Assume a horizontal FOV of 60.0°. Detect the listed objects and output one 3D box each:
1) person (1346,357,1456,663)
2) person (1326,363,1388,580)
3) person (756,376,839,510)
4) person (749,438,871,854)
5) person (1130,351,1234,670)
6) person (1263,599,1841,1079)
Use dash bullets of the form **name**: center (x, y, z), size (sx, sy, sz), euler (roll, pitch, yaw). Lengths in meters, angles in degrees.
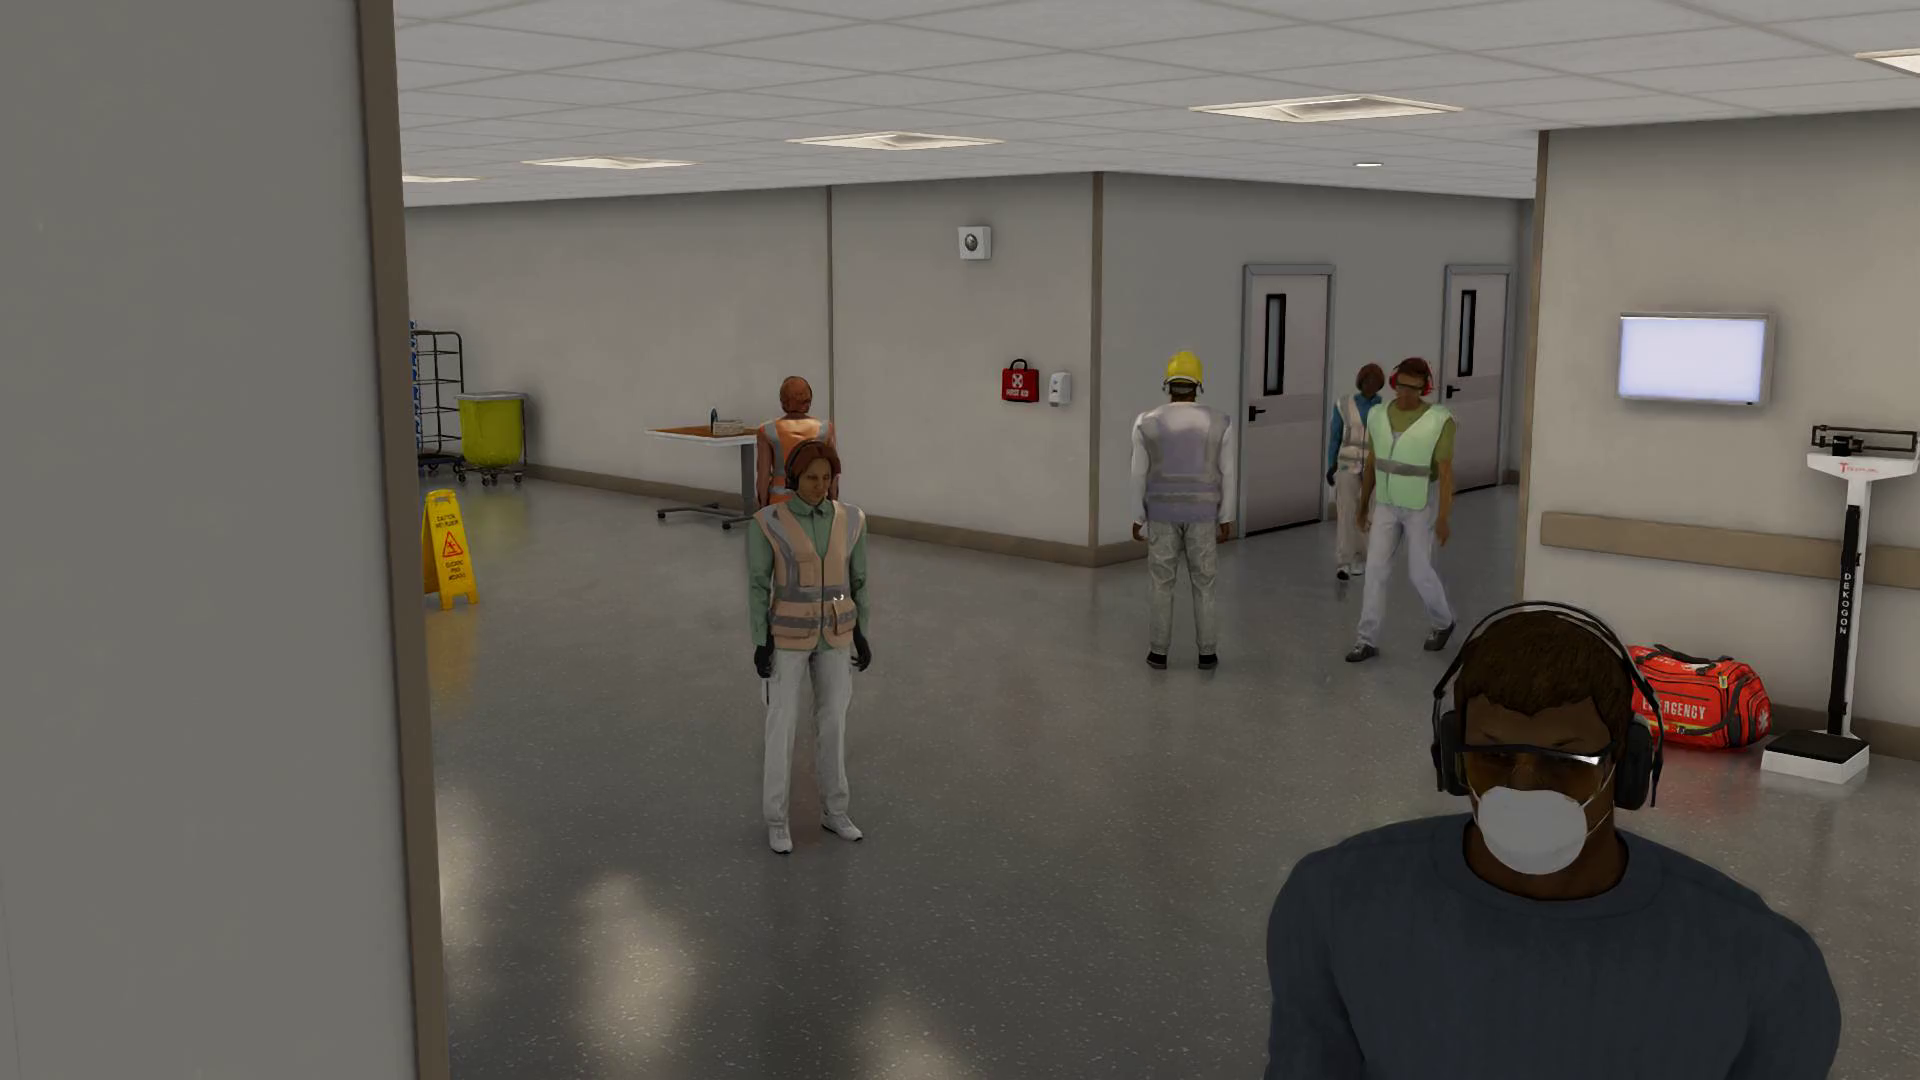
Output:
- **person**: center (2.663, -0.188, 9.818), size (0.825, 1.802, 0.631), euler (-8, 12, -40)
- **person**: center (2.963, -0.489, 12.230), size (0.528, 1.593, 0.849), euler (2, 9, 12)
- **person**: center (-1.009, -0.198, 10.355), size (0.523, 1.640, 0.306), euler (-2, 10, -14)
- **person**: center (-0.596, 0.411, 6.621), size (0.511, 1.640, 0.308), euler (-5, 10, -28)
- **person**: center (1.268, -0.162, 9.542), size (0.591, 1.833, 0.404), euler (1, 9, 5)
- **person**: center (0.645, 1.022, 1.961), size (0.630, 1.940, 0.372), euler (3, 10, 20)
